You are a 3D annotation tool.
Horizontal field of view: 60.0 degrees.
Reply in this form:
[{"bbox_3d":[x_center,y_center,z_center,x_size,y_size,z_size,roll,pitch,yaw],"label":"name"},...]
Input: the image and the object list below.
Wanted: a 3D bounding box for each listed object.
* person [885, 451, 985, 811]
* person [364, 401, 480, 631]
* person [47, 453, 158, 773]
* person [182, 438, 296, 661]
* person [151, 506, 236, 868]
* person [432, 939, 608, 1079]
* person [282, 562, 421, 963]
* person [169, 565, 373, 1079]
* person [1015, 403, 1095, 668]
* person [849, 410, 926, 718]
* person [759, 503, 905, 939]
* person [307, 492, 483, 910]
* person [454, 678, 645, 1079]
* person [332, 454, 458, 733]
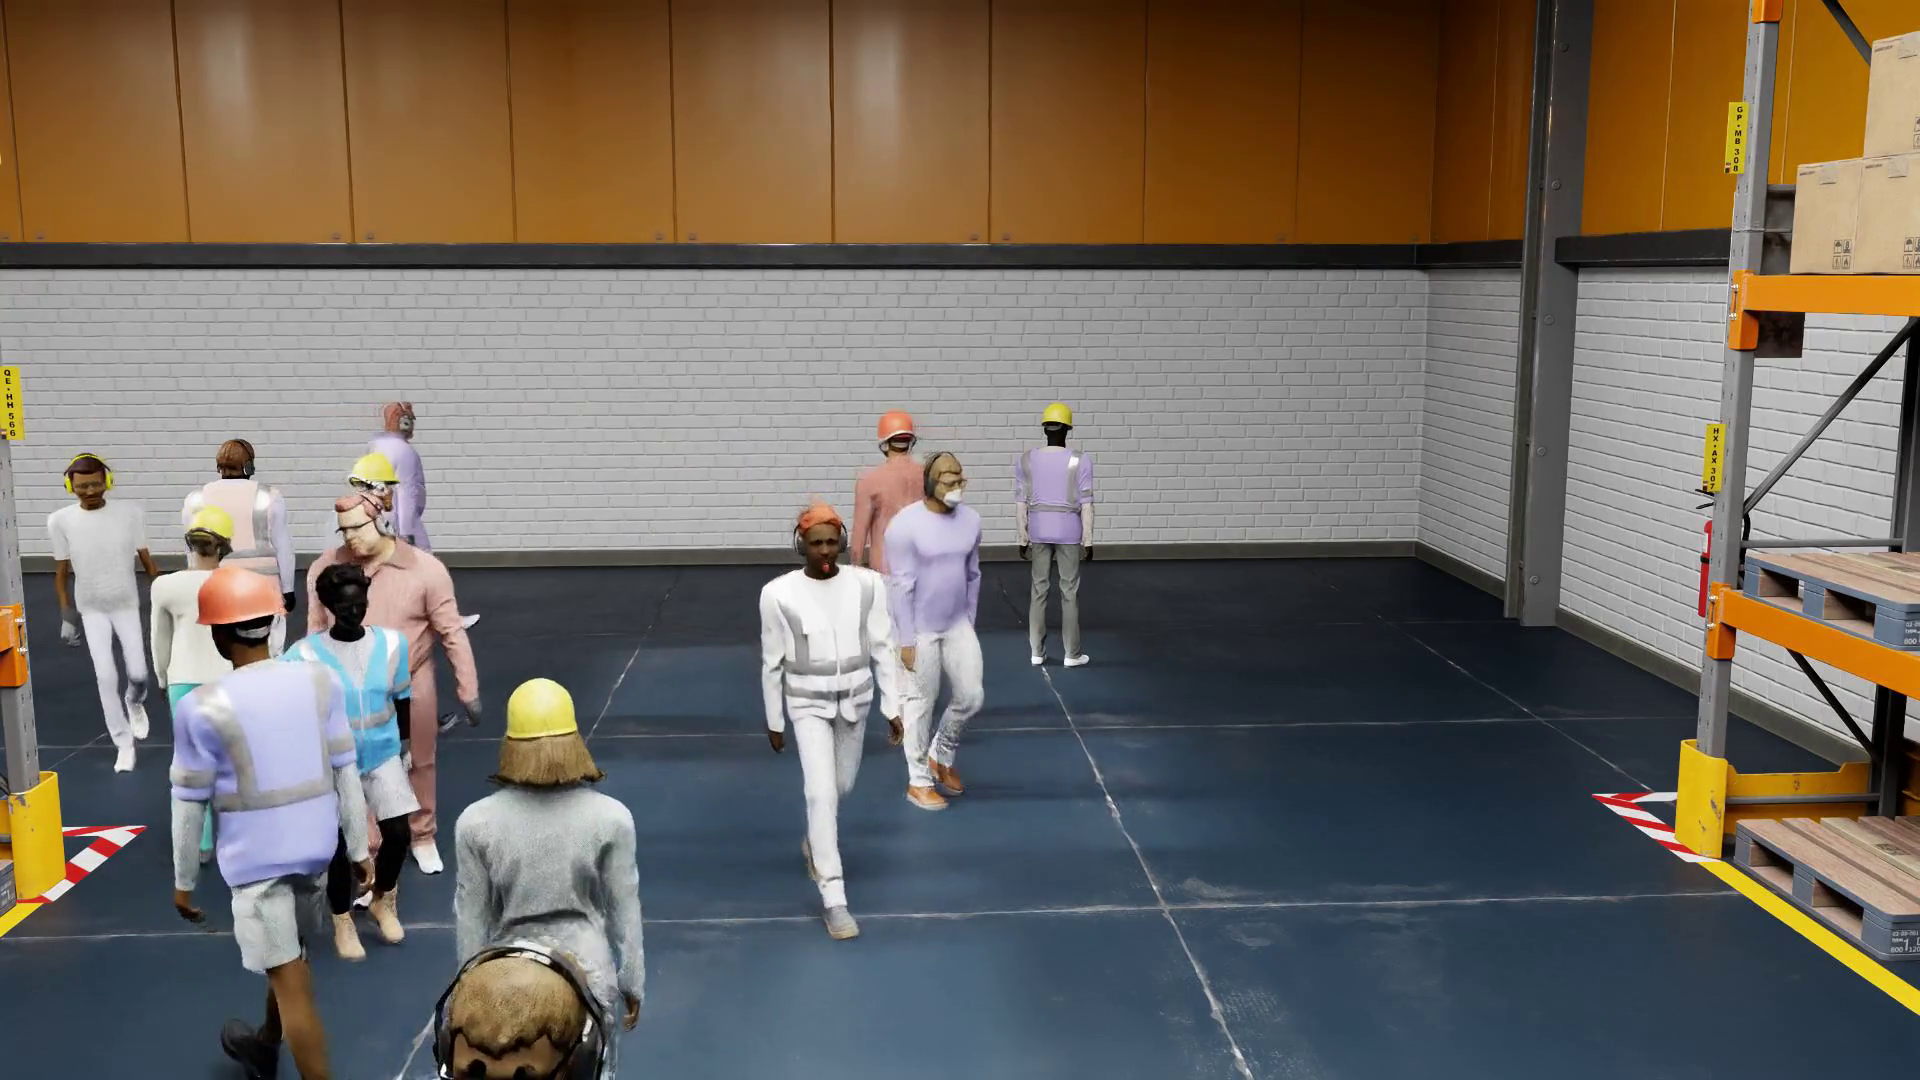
[{"bbox_3d":[-0.112,0.488,8.789,0.629,1.924,0.443,-7,11,-35],"label":"person"},{"bbox_3d":[-4.232,-0.136,12.852,0.684,1.860,0.939,8,12,42],"label":"person"},{"bbox_3d":[-4.911,0.391,9.627,0.578,1.838,0.630,-4,10,-26],"label":"person"},{"bbox_3d":[-4.386,0.298,10.210,0.622,1.845,0.429,-1,9,-6],"label":"person"},{"bbox_3d":[-3.679,0.692,8.180,0.531,1.711,0.944,-3,10,-19],"label":"person"},{"bbox_3d":[-0.626,1.482,2.537,0.643,1.918,0.506,3,9,17],"label":"person"},{"bbox_3d":[-2.494,0.916,6.842,0.544,1.685,0.378,-7,11,-36],"label":"person"},{"bbox_3d":[-2.328,1.019,5.513,0.943,1.891,0.559,7,12,38],"label":"person"},{"bbox_3d":[0.693,-0.029,12.025,0.585,1.919,0.374,3,10,18],"label":"person"},{"bbox_3d":[-0.413,0.155,10.697,0.615,1.977,0.453,-6,11,-32],"label":"person"},{"bbox_3d":[-0.603,0.740,7.447,0.584,1.851,0.955,-4,10,-23],"label":"person"},{"bbox_3d":[-2.583,0.707,7.568,0.796,1.850,0.921,-1,9,-9],"label":"person"},{"bbox_3d":[-1.131,1.240,4.628,0.509,1.724,0.413,-2,9,-15],"label":"person"},{"bbox_3d":[-3.349,0.389,9.806,0.895,1.781,0.629,-7,12,-39],"label":"person"}]
